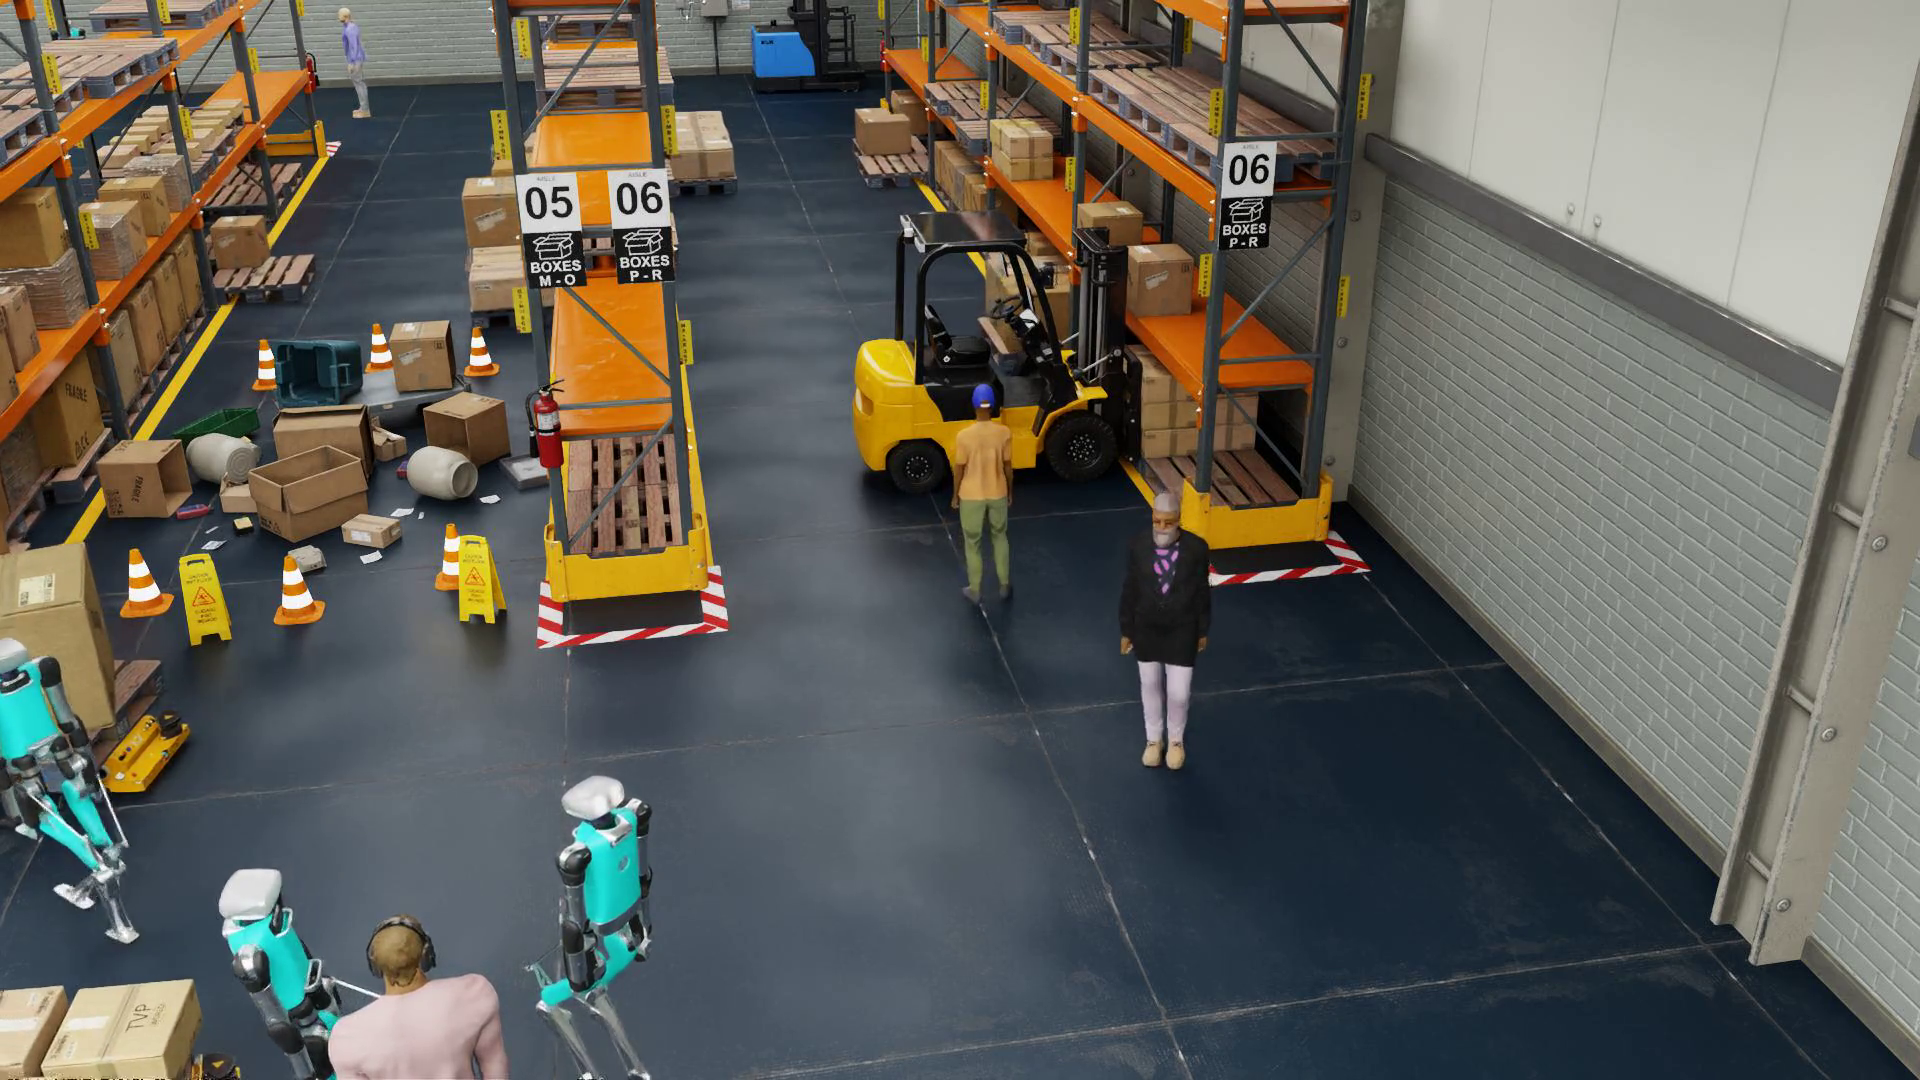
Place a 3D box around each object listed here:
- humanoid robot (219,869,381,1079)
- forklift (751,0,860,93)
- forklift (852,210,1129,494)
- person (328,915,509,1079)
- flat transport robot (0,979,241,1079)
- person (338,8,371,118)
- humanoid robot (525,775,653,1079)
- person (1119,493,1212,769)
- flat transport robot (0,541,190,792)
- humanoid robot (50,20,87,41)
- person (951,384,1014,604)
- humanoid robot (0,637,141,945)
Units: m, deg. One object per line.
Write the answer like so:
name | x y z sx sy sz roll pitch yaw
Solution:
humanoid robot | -2.539 2.109 7.058 0.892 1.758 0.610 -3 26 -6
forklift | -2.872 -9.679 30.288 1.873 2.768 1.129 -5 26 -10
forklift | 0.216 -1.659 14.366 2.313 2.155 1.214 -5 26 -10
person | -2.047 2.280 6.459 0.627 1.934 0.375 -14 29 -27
flat transport robot | -3.984 2.744 7.415 1.431 0.231 0.659 -10 27 -19
person | -10.253 -8.096 28.221 0.375 1.797 0.603 -7 26 -13
humanoid robot | -1.736 1.829 7.609 0.669 1.791 0.536 14 29 27
person | 1.233 0.573 10.108 0.556 1.843 0.479 7 27 15
flat transport robot | -5.671 1.317 10.387 1.431 0.231 0.659 0 26 1
humanoid robot | -14.908 -7.877 27.856 0.541 1.765 0.946 -22 33 -38
person | 0.173 -0.328 12.154 0.470 1.712 0.358 -6 26 -13
humanoid robot | -4.575 1.372 8.606 0.922 1.759 0.559 14 29 26
